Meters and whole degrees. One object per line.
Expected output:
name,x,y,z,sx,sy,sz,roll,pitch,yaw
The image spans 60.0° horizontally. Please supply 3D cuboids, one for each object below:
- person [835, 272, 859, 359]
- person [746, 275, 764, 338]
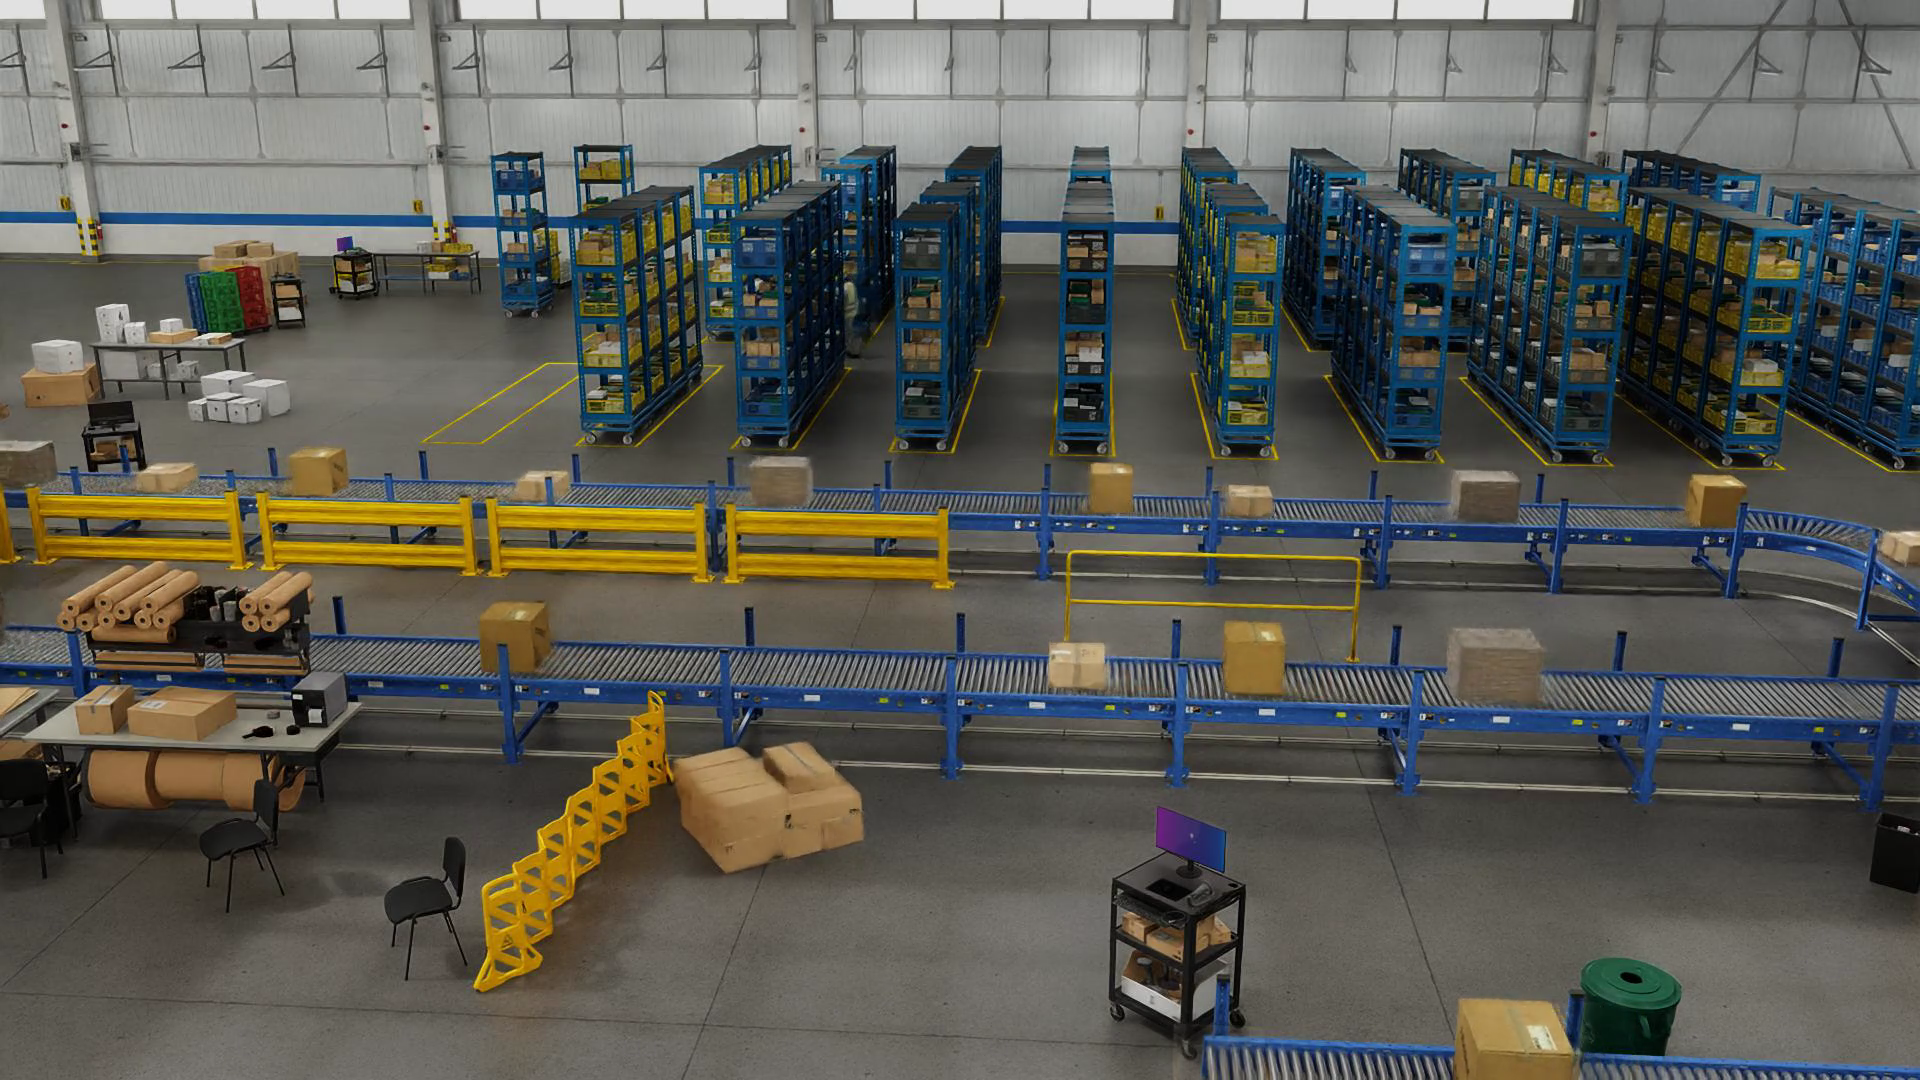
person,-2.285,-4.451,32.753,0.661,1.789,0.621,9,20,27
person,-3.939,-4.403,32.343,0.406,1.947,0.607,13,21,35
